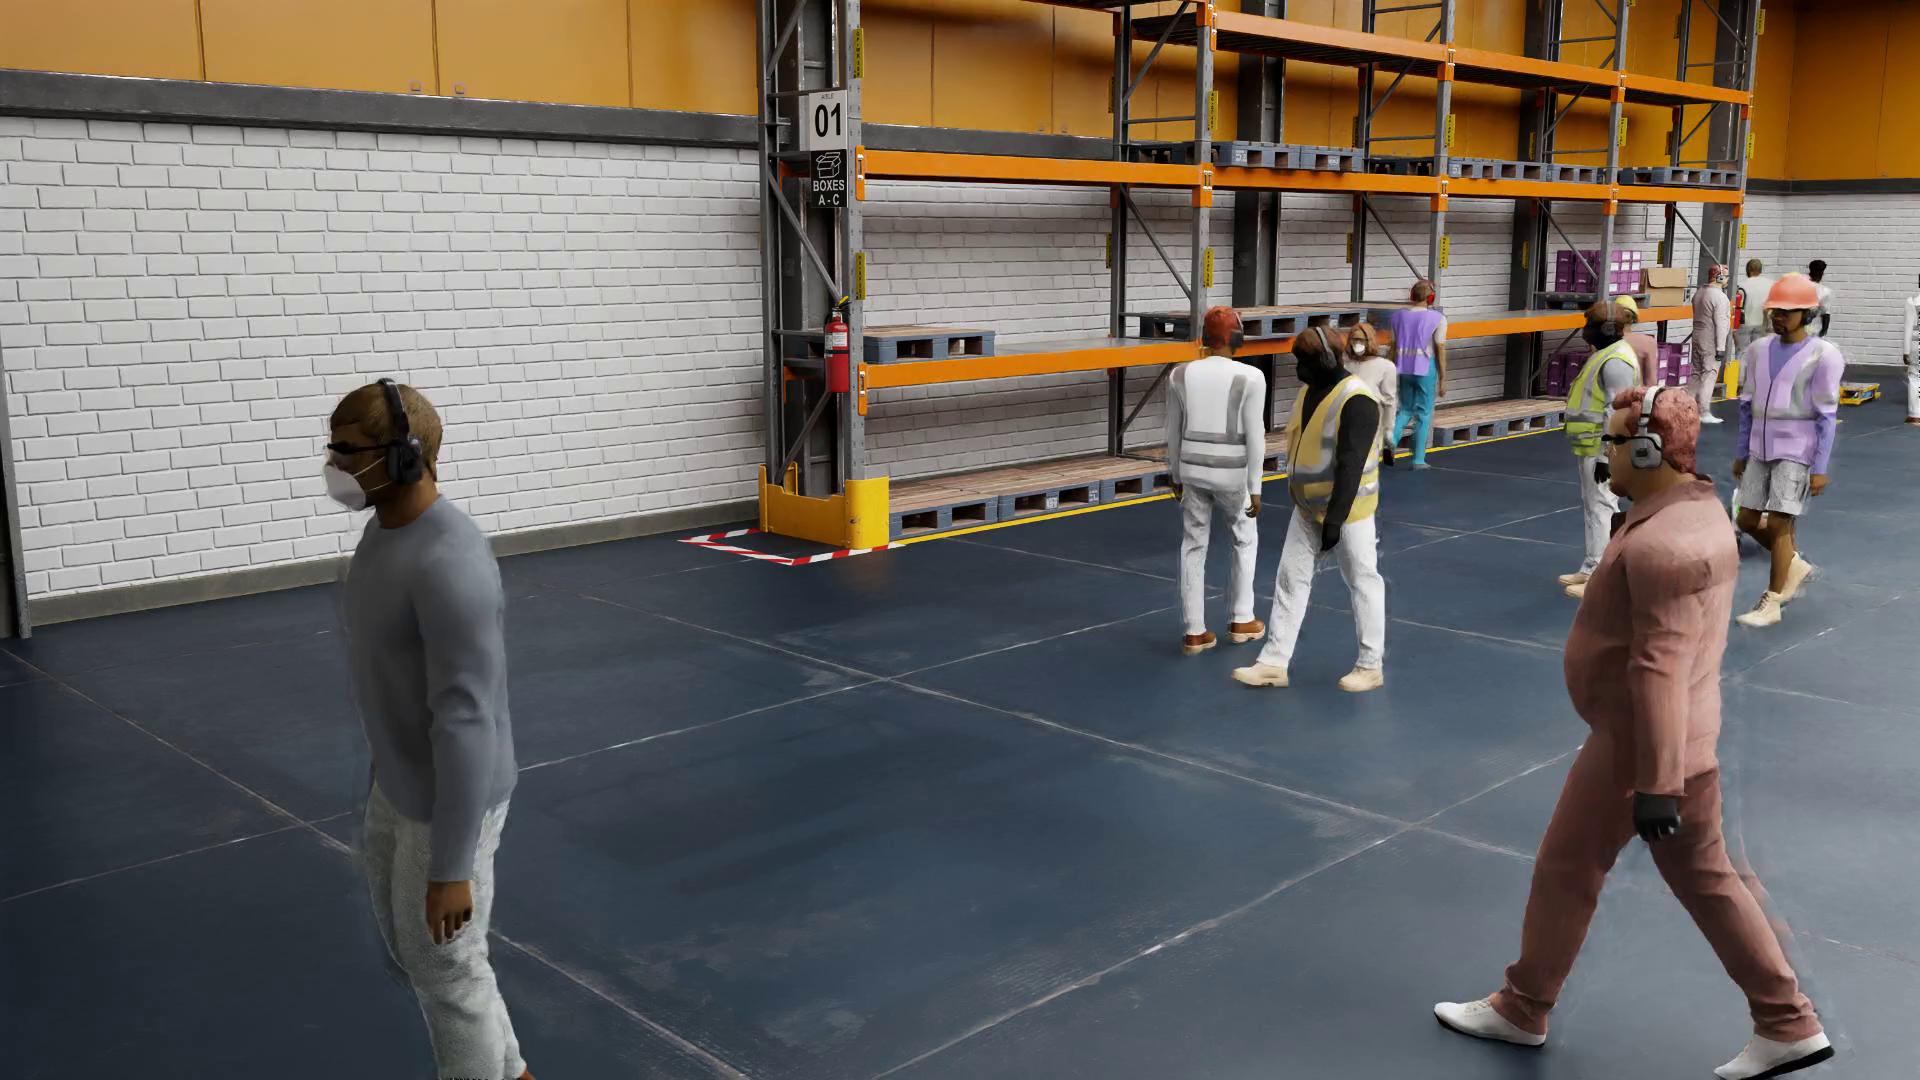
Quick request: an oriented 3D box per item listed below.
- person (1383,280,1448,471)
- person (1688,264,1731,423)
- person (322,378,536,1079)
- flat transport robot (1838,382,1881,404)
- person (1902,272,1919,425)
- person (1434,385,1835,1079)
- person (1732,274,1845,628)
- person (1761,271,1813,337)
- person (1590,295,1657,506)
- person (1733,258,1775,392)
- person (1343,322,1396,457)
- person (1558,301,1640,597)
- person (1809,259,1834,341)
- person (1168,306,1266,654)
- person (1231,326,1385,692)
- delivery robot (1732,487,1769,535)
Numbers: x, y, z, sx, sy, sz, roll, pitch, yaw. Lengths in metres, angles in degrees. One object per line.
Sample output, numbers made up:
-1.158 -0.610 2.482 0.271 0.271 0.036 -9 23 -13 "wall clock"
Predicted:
4.318 -1.549 15.786 0.572 1.826 0.490 10 14 43 "person"
9.042 -2.357 20.007 0.397 1.900 0.635 -1 10 -5 "person"
-1.167 0.601 3.765 0.534 1.934 0.710 -6 12 -30 "person"
11.924 -1.997 22.460 0.652 0.197 1.431 9 13 39 "flat transport robot"
11.350 -2.246 19.486 0.598 1.865 0.647 2 11 10 "person"
1.867 0.522 4.412 0.978 1.864 0.662 7 12 32 "person"
4.767 -0.505 9.552 0.588 2.028 0.611 -4 11 -22 "person"
9.935 -2.309 19.977 0.607 1.807 0.710 9 14 40 "person"
5.475 -1.147 13.780 0.536 1.743 0.422 3 11 18 "person"
11.278 -3.041 23.646 0.634 1.922 0.755 0 10 1 "person"
2.990 -0.818 12.369 0.510 1.619 0.549 5 11 23 "person"
3.976 -0.561 10.364 0.429 1.840 0.642 2 11 13 "person"
11.647 -2.895 22.874 0.601 1.922 0.967 8 13 37 "person"
1.429 -0.339 9.073 0.602 1.856 0.768 7 12 32 "person"
1.740 -0.133 8.119 0.865 1.794 0.661 -4 11 -20 "person"
5.666 -0.230 11.784 0.477 0.478 0.707 4 12 23 "delivery robot"
